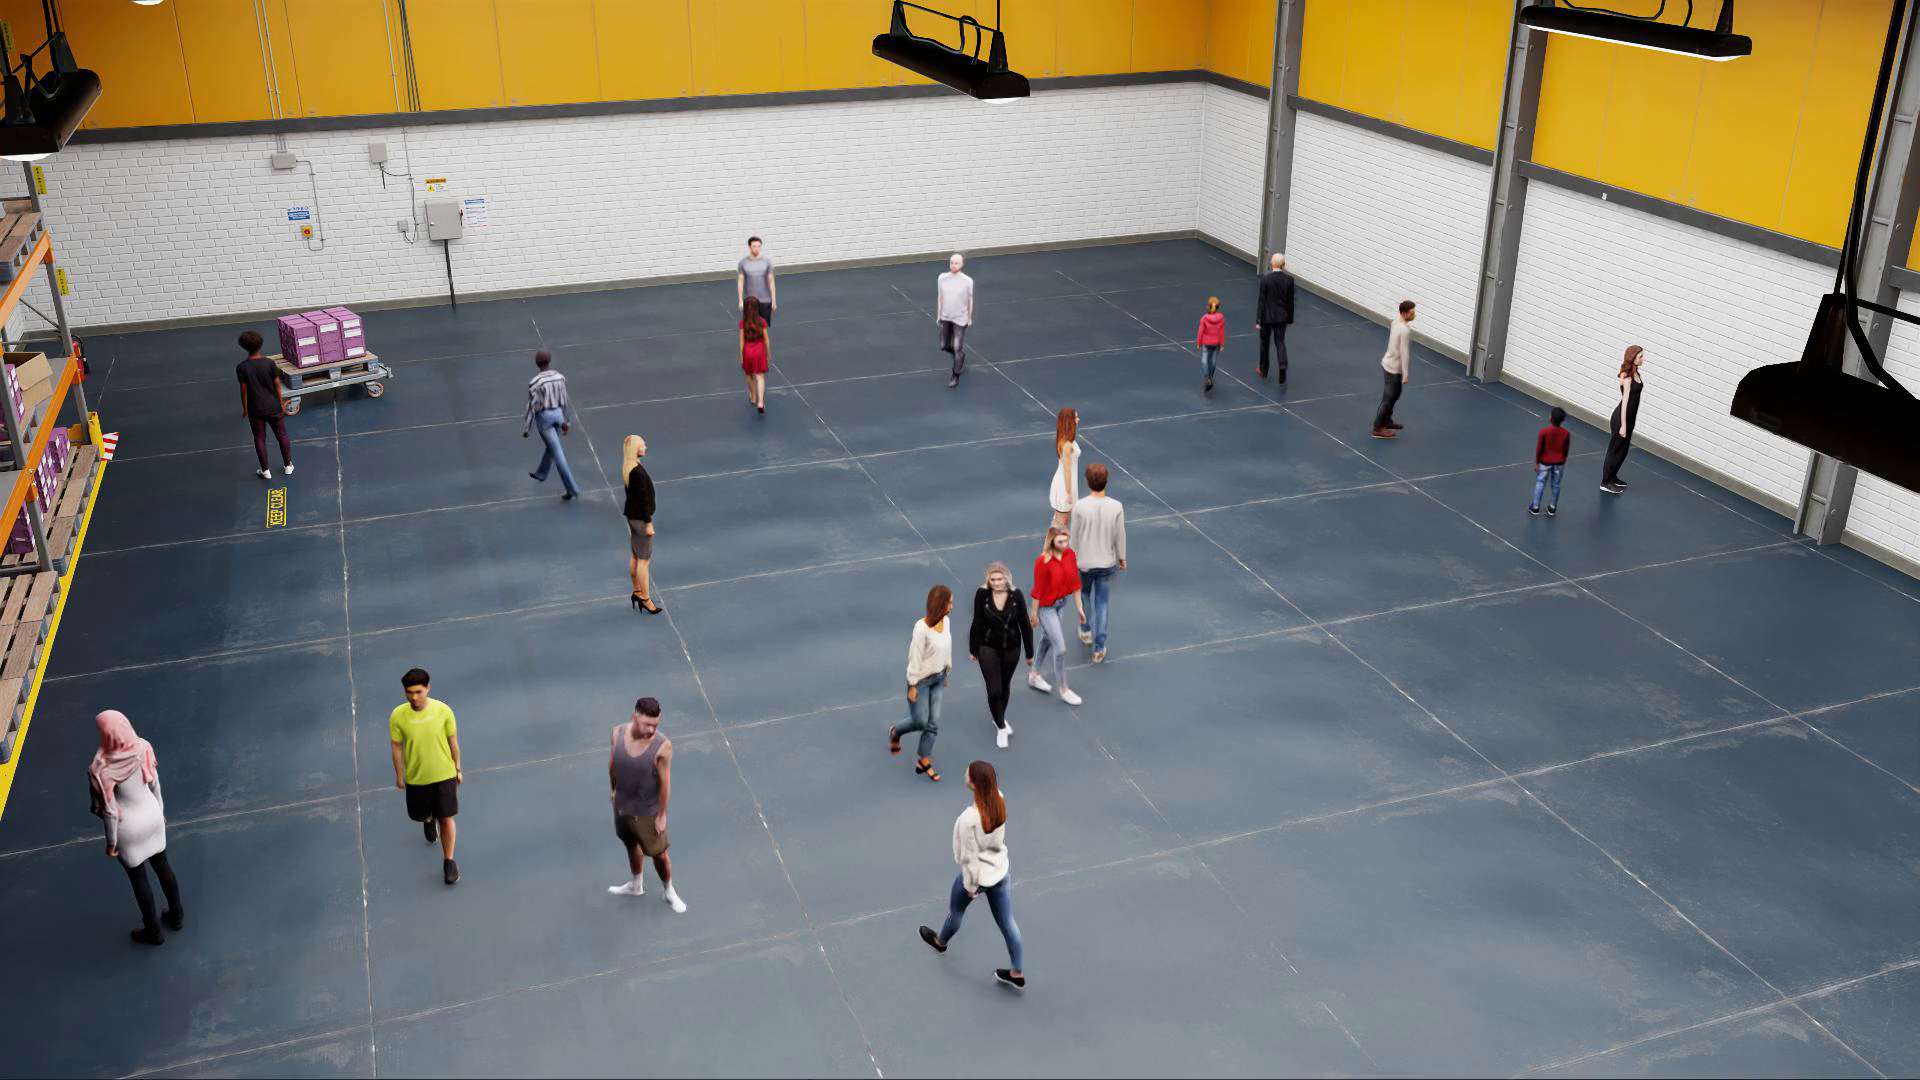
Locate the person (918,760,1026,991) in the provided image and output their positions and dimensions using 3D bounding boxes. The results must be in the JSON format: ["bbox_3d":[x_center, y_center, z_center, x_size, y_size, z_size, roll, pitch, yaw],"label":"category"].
[{"bbox_3d":[0.231,2.252,11.032,1.192,1.641,0.943,21,31,40],"label":"person"}]

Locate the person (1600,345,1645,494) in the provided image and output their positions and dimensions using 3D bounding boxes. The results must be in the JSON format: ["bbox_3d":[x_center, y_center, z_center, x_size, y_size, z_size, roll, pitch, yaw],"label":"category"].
[{"bbox_3d":[7.704,-1.421,19.303,0.696,1.747,0.670,16,28,31],"label":"person"}]

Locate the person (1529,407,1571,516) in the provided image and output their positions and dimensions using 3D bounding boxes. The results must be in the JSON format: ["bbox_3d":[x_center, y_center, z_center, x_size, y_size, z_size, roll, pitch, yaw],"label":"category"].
[{"bbox_3d":[6.647,-0.882,18.690,0.561,1.250,0.579,1,24,3],"label":"person"}]

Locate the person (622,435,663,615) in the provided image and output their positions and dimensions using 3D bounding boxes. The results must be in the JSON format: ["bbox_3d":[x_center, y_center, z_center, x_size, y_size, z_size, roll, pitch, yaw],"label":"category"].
[{"bbox_3d":[-3.145,-0.157,16.291,0.694,1.843,0.531,-13,27,-27],"label":"person"}]

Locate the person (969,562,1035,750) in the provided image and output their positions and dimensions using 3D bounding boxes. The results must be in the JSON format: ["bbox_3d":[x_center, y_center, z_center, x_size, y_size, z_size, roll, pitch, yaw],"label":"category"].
[{"bbox_3d":[0.310,0.903,14.089,0.777,1.664,0.822,-5,24,-10],"label":"person"}]

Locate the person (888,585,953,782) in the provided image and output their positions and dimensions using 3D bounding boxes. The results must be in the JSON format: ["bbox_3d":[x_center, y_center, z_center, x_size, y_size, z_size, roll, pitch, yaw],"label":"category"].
[{"bbox_3d":[-0.327,1.138,13.573,0.860,1.647,0.956,-20,30,-38],"label":"person"}]

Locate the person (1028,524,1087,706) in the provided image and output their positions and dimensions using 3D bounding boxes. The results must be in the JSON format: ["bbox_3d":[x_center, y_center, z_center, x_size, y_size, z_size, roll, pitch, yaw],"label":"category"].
[{"bbox_3d":[0.766,0.598,14.779,0.833,1.671,0.990,-21,31,-40],"label":"person"}]

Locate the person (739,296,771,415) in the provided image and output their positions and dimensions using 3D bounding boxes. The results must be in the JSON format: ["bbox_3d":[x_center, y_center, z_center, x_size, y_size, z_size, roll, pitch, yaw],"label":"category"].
[{"bbox_3d":[-2.695,-2.412,21.846,0.704,1.526,1.104,-3,24,-6],"label":"person"}]

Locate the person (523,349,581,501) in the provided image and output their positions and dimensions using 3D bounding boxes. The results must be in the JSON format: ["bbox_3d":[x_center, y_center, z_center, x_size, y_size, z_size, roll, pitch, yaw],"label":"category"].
[{"bbox_3d":[-4.599,-1.262,18.934,1.257,1.750,1.067,16,28,33],"label":"person"}]

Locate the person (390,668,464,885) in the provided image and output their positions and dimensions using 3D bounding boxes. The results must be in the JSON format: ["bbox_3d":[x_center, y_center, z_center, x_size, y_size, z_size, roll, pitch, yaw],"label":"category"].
[{"bbox_3d":[-3.925,1.674,12.290,0.663,1.692,0.951,-7,25,-15],"label":"person"}]

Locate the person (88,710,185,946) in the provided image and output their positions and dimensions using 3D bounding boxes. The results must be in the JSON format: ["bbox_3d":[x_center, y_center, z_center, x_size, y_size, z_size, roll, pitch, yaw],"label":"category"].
[{"bbox_3d":[-5.679,1.970,11.473,0.789,1.804,0.737,12,26,26],"label":"person"}]

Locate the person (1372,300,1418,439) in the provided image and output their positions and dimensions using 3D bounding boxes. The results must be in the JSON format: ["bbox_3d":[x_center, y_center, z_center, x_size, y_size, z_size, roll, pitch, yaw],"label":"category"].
[{"bbox_3d":[5.389,-2.143,20.849,0.882,1.831,0.753,-4,24,-9],"label":"person"}]

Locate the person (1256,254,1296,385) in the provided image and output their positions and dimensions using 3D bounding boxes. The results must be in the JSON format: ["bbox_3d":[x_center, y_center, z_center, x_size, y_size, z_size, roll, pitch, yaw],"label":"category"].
[{"bbox_3d":[4.357,-3.034,22.951,0.867,1.780,1.155,-3,24,-6],"label":"person"}]

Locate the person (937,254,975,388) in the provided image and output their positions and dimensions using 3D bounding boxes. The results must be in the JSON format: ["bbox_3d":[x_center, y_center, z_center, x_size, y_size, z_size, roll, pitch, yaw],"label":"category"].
[{"bbox_3d":[-0.047,-3.066,22.976,1.035,1.819,1.104,9,25,21],"label":"person"}]

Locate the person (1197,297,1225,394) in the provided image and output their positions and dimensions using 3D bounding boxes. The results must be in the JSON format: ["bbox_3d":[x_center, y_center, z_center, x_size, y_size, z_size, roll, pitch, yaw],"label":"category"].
[{"bbox_3d":[3.426,-2.648,22.669,0.649,1.299,0.897,-3,24,-6],"label":"person"}]

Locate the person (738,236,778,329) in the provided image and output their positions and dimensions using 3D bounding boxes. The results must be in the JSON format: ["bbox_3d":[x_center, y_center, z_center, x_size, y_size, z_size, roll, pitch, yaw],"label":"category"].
[{"bbox_3d":[-2.892,-3.434,23.780,0.782,1.849,1.046,-4,24,-9],"label":"person"}]

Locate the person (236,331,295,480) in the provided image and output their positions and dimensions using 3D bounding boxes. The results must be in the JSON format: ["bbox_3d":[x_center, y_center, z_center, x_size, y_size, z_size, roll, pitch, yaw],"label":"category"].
[{"bbox_3d":[-8.250,-1.610,19.694,0.680,1.780,0.645,-15,28,-30],"label":"person"}]

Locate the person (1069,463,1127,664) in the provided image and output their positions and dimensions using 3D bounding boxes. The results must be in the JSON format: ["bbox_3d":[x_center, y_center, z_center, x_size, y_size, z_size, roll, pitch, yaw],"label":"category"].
[{"bbox_3d":[1.249,0.258,15.301,0.899,1.876,1.003,1,24,3],"label":"person"}]

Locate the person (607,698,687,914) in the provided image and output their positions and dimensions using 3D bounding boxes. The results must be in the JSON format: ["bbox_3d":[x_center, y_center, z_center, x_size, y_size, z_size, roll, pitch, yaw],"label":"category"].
[{"bbox_3d":[-2.327,1.851,11.889,0.844,1.798,0.896,16,28,33],"label":"person"}]

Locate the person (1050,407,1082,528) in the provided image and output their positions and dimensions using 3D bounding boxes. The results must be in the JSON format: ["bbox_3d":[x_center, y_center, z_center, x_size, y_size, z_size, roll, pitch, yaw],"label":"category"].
[{"bbox_3d":[1.095,-0.577,17.415,0.687,1.711,0.576,0,24,1],"label":"person"}]
